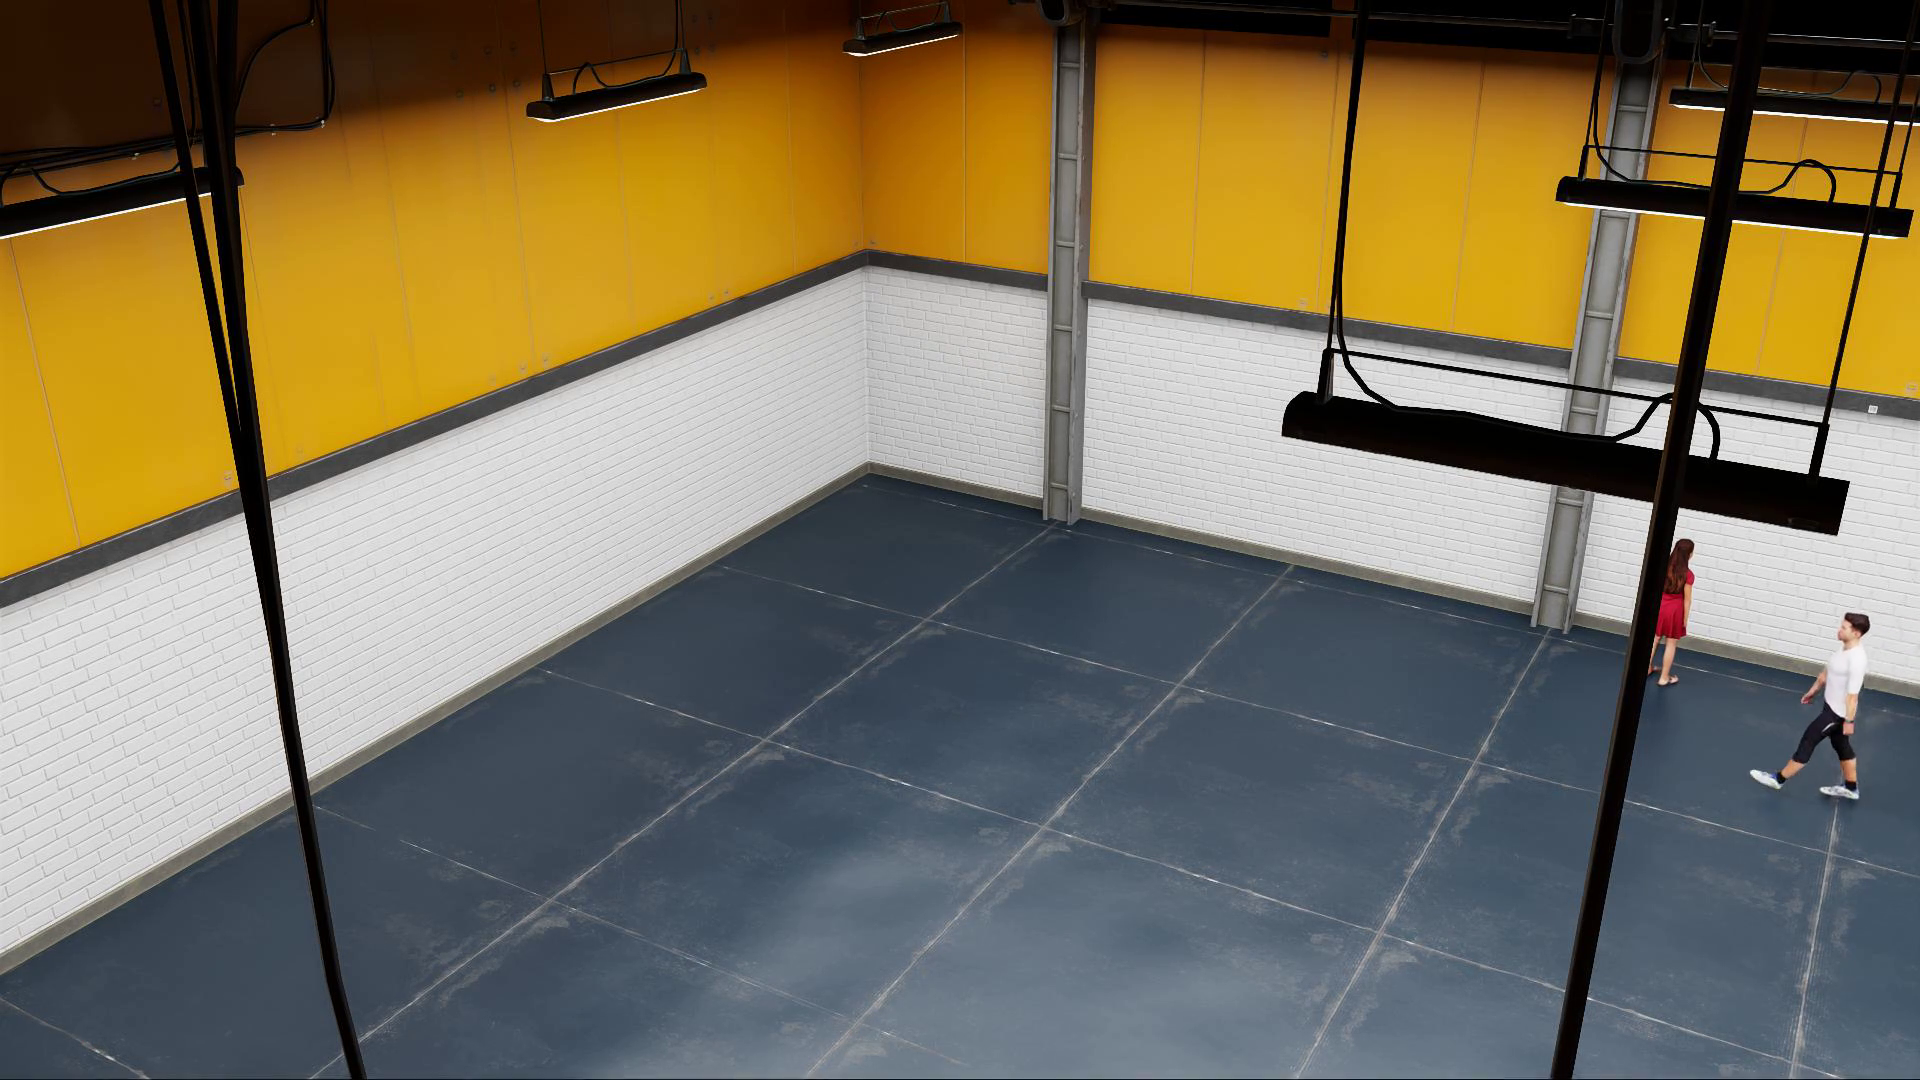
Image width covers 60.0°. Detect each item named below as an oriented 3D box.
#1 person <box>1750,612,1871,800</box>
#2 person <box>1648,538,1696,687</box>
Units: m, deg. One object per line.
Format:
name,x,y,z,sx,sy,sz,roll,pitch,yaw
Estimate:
person,7.823,1.494,14.641,1.204,1.812,0.804,8,25,18
person,7.160,0.707,16.768,0.721,1.550,0.659,-15,28,-30
